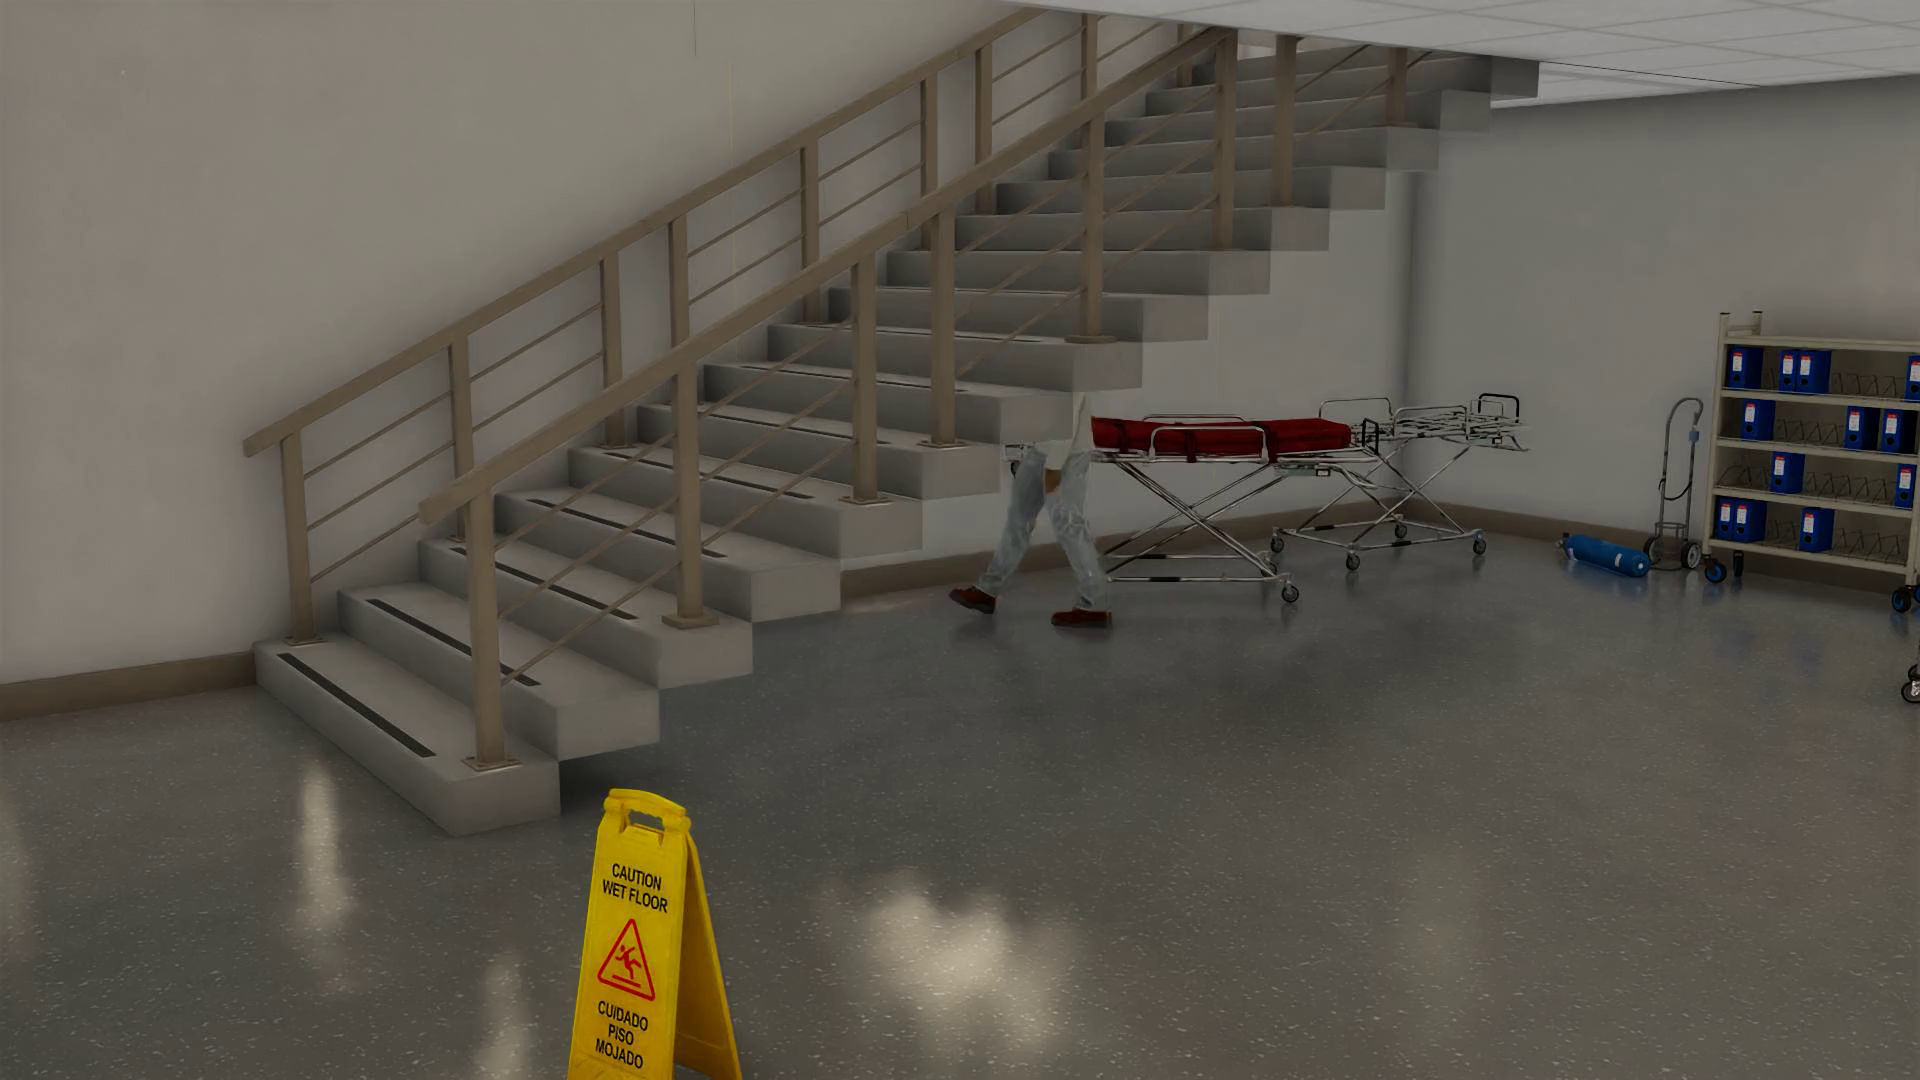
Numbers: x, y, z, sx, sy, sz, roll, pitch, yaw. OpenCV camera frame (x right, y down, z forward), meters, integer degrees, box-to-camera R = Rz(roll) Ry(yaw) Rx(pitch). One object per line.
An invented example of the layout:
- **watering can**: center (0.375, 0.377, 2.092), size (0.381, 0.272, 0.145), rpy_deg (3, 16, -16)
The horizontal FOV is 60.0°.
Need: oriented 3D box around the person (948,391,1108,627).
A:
- **person**: center (0.397, -0.455, 8.925), size (0.798, 1.882, 0.665), rpy_deg (-2, 10, -12)
